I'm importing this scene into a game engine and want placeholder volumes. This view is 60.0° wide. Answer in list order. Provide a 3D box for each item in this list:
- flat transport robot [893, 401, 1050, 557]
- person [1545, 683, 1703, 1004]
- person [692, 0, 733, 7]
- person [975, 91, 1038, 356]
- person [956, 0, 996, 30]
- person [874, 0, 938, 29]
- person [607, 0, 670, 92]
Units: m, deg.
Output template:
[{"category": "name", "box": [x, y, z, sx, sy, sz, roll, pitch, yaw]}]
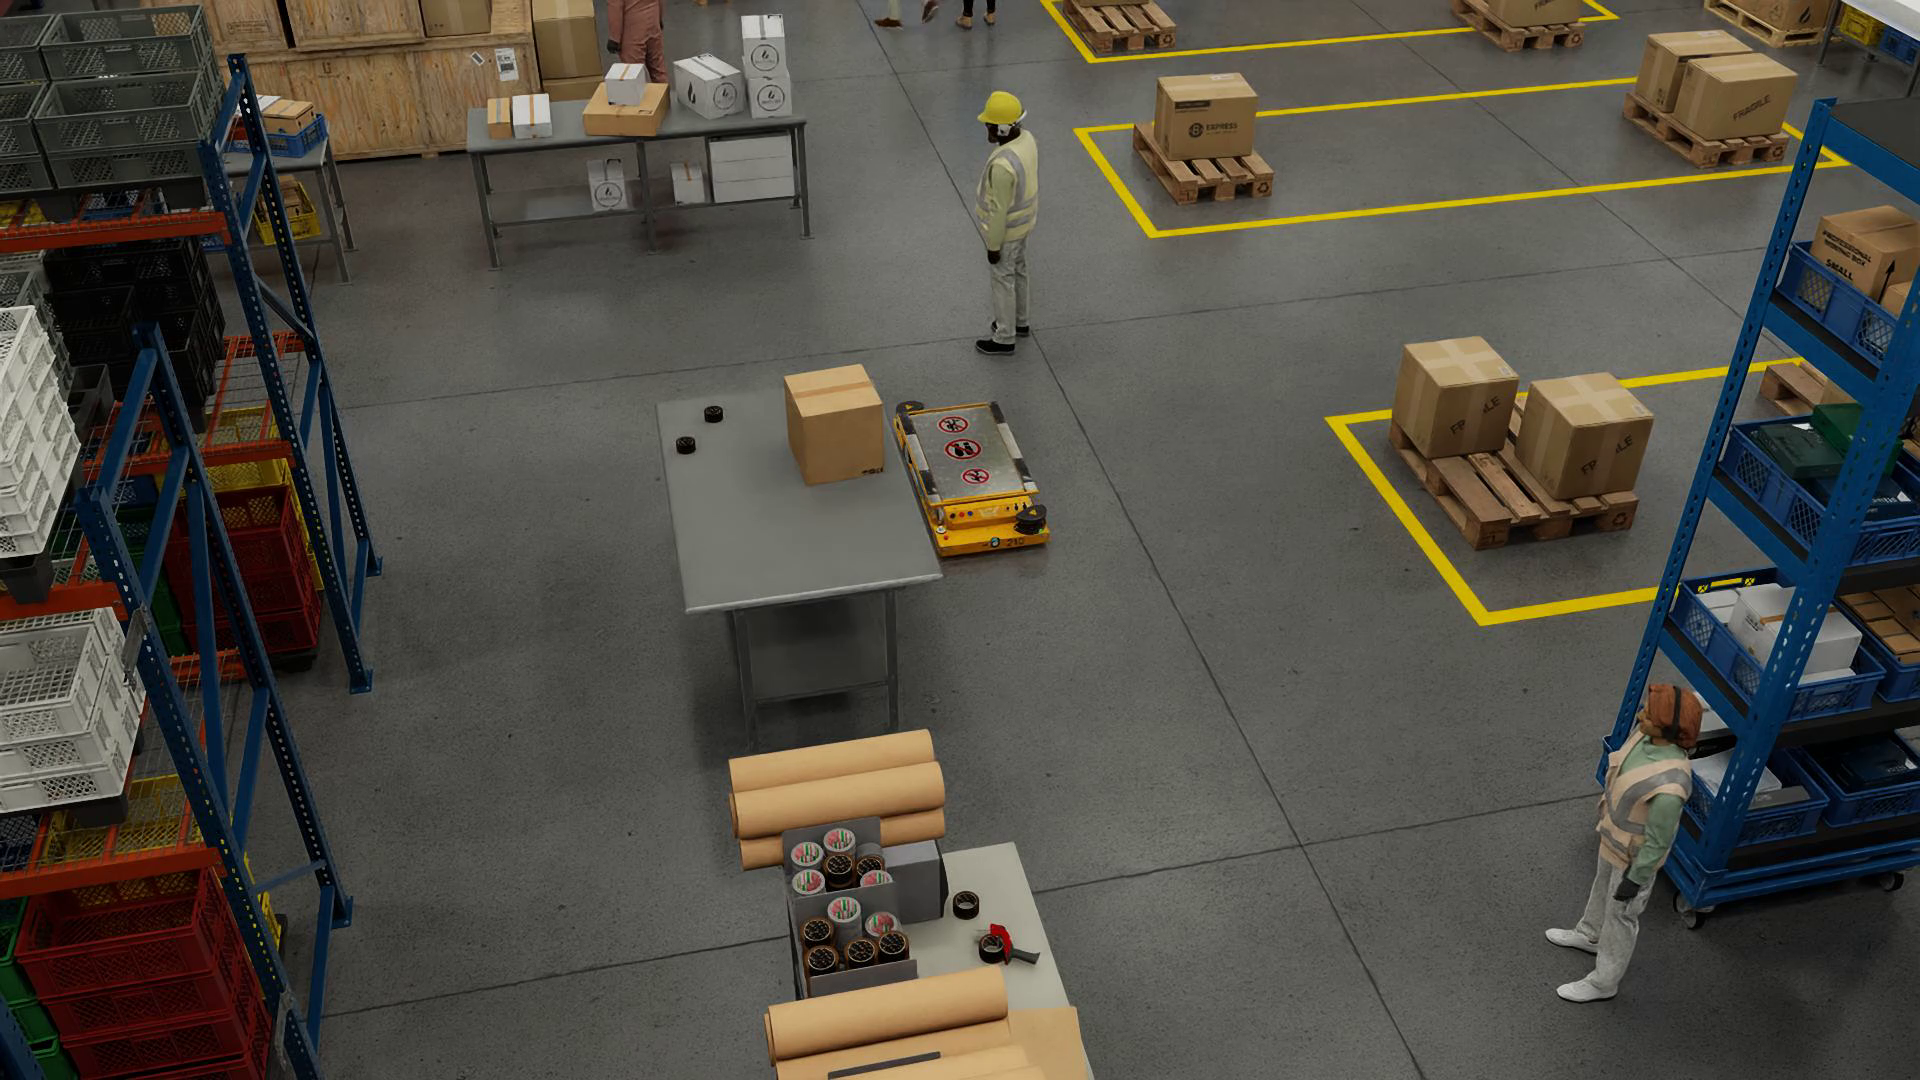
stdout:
[{"category": "flat transport robot", "box": [0.046, -0.430, 10.108, 0.652, 0.197, 1.431, -8, 37, -10]}, {"category": "person", "box": [2.713, 1.225, 6.744, 0.307, 1.640, 0.520, 5, 37, 7]}, {"category": "person", "box": [-2.568, -6.326, 16.726, 0.621, 1.845, 0.429, -13, 39, -17]}, {"category": "person", "box": [0.303, -2.105, 11.071, 0.404, 1.823, 0.592, 13, 39, 17]}, {"category": "person", "box": [0.157, -5.847, 16.205, 0.533, 1.693, 0.319, -14, 39, -18]}, {"category": "person", "box": [-0.565, -5.850, 16.084, 0.596, 1.847, 0.522, 23, 42, 27]}, {"category": "person", "box": [-2.742, -4.337, 13.999, 0.406, 1.910, 0.639, 22, 42, 27]}]
